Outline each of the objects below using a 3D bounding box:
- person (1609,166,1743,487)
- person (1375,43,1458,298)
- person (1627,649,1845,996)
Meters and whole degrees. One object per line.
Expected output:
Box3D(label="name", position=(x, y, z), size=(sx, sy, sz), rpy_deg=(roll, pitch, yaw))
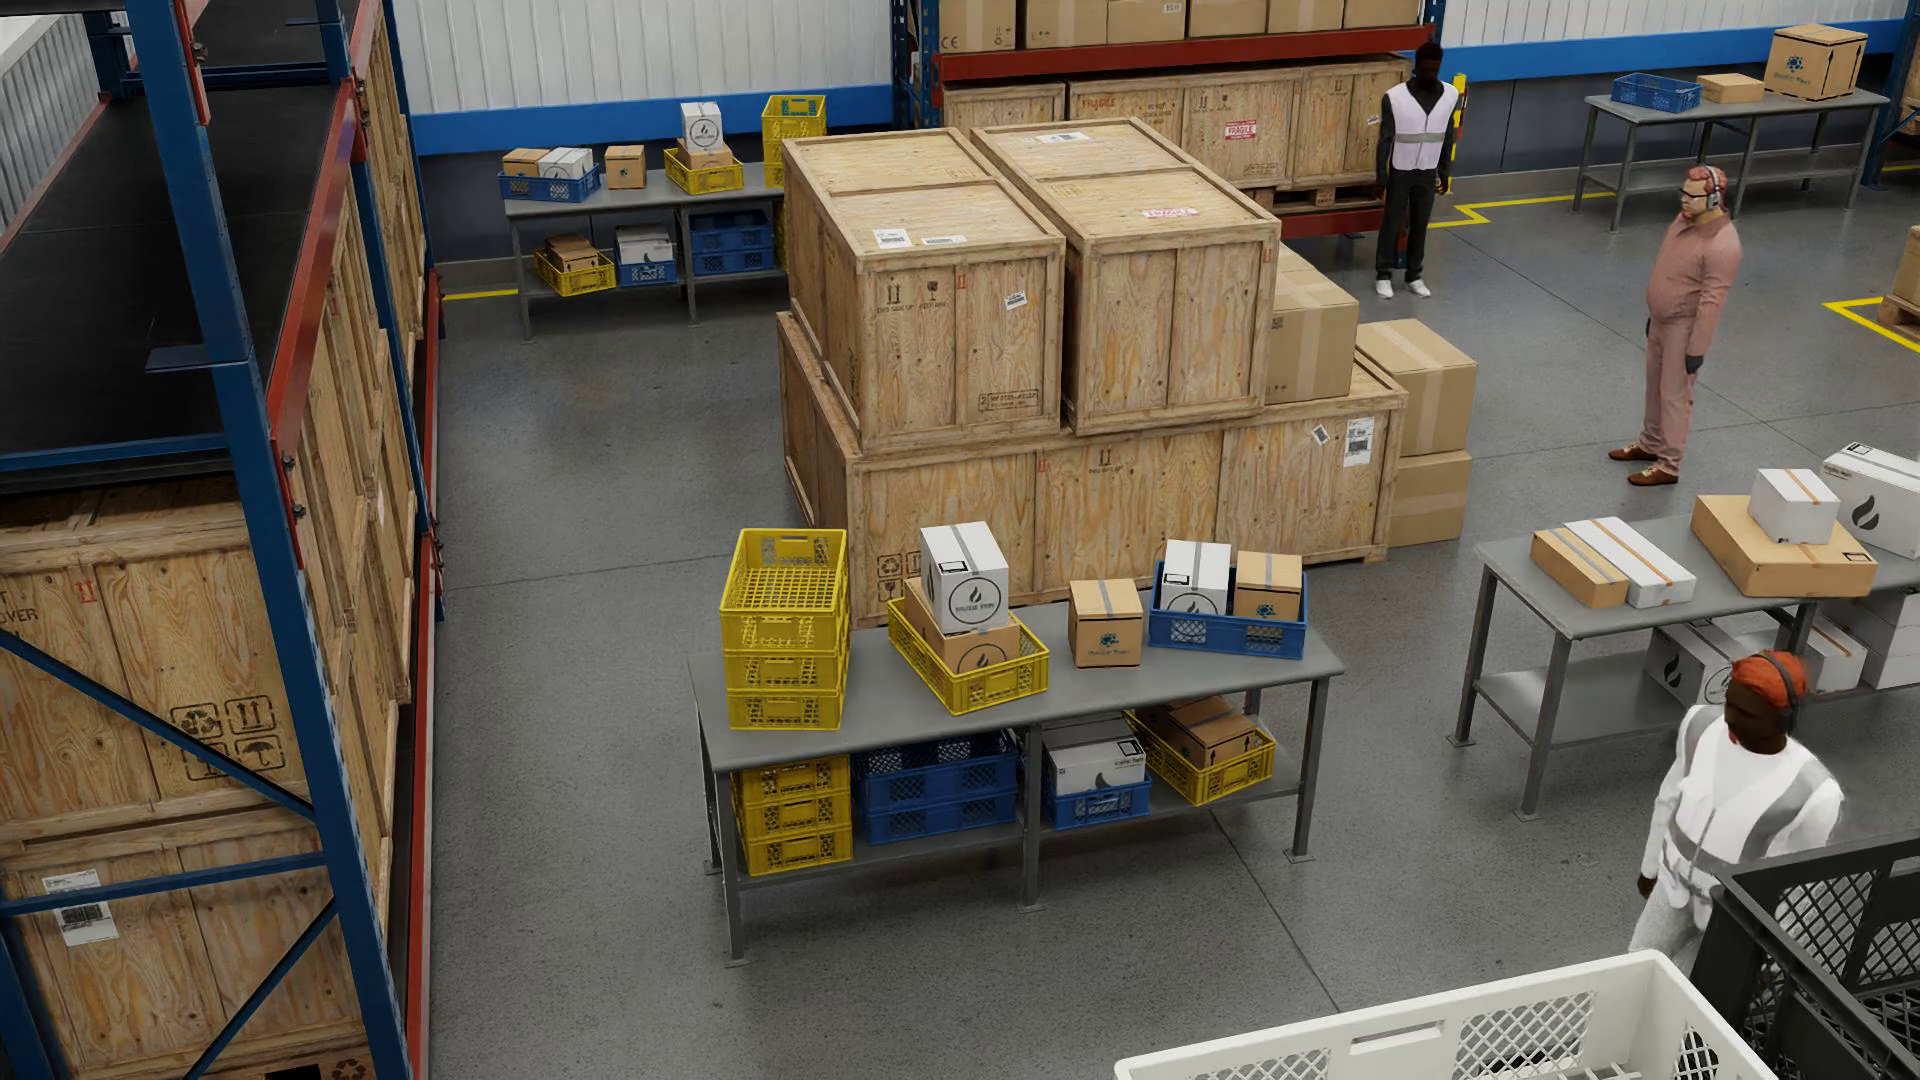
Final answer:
Box3D(label="person", position=(4.164, -1.236, 9.662), size=(0.400, 1.900, 0.645), rpy_deg=(0, 29, -1))
Box3D(label="person", position=(3.367, -2.749, 12.399), size=(0.595, 1.908, 0.409), rpy_deg=(-6, 29, -10))
Box3D(label="person", position=(2.392, 1.164, 5.327), size=(0.391, 1.881, 0.581), rpy_deg=(-13, 32, -23))
